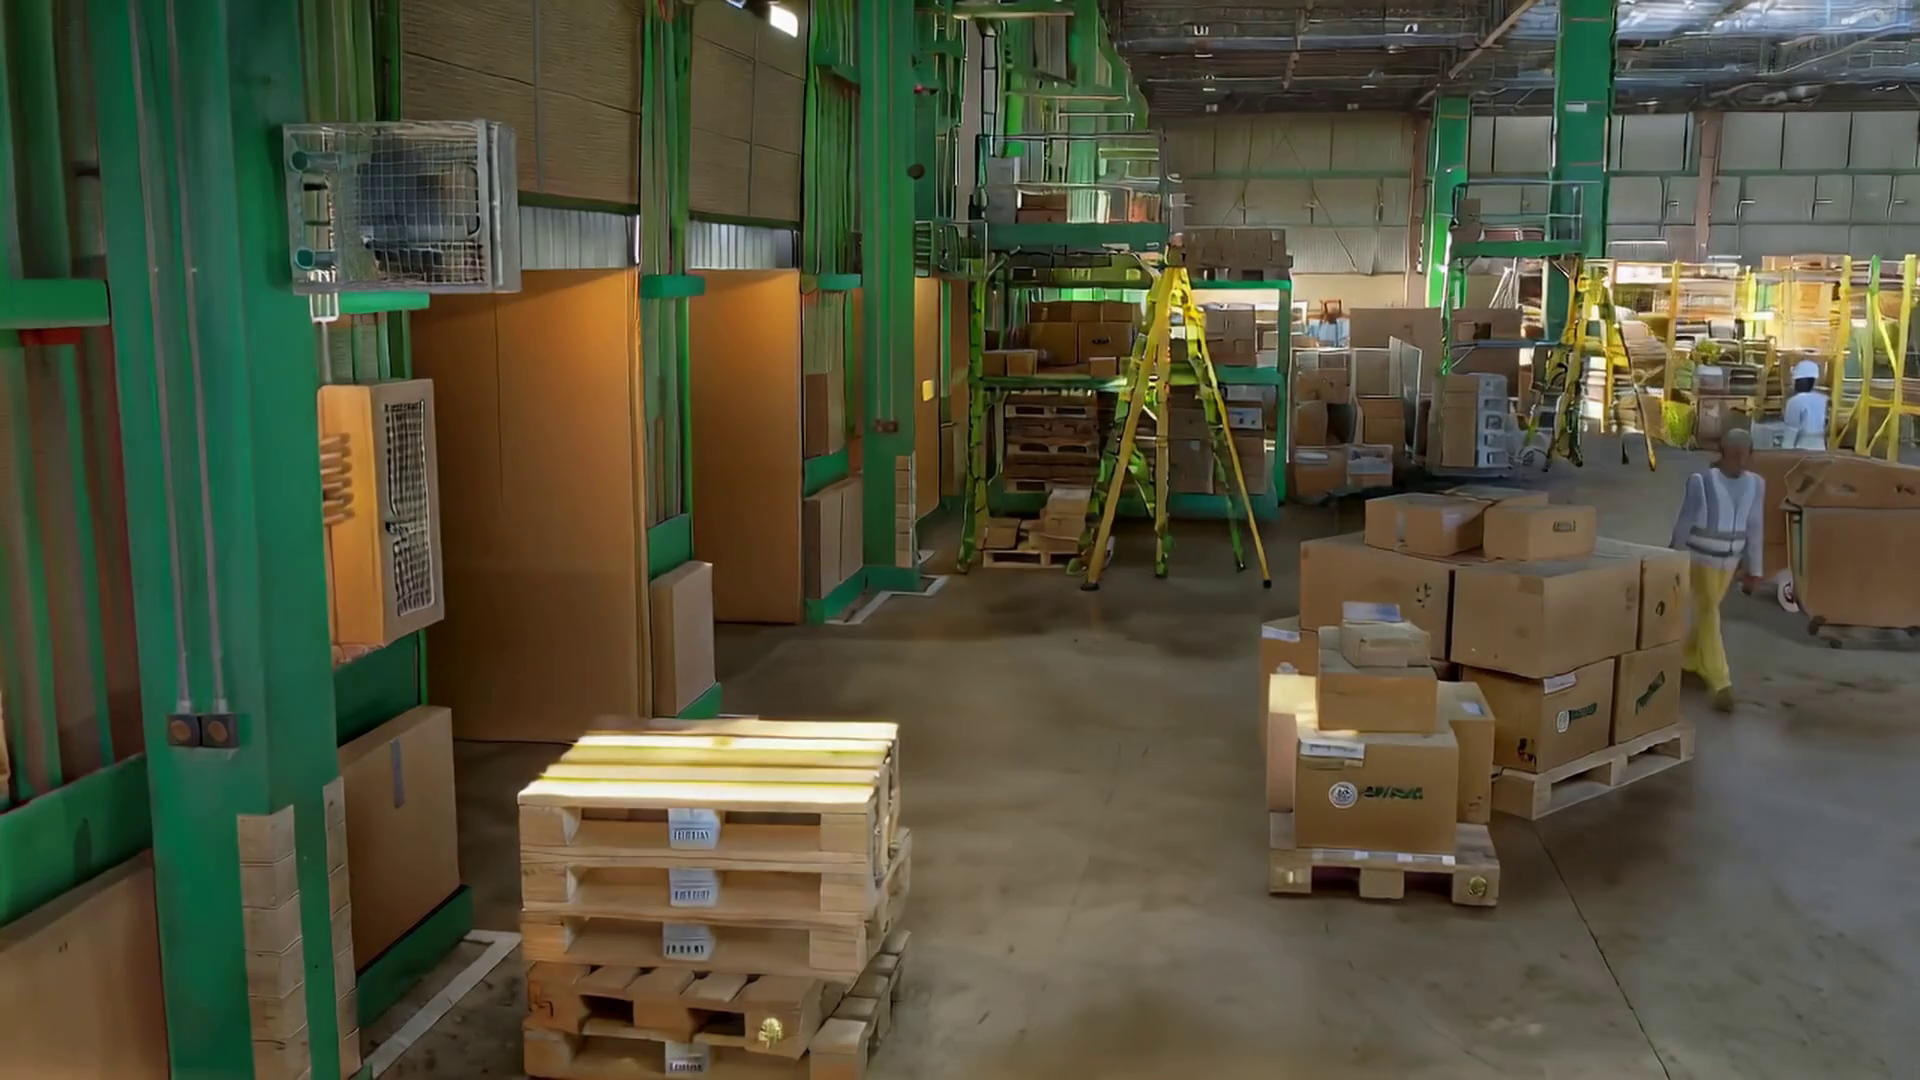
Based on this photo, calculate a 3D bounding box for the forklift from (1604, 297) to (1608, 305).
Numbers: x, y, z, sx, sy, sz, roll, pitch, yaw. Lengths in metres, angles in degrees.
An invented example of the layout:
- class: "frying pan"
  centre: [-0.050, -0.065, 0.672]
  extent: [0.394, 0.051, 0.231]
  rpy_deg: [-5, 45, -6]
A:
- class: "forklift"
  centre: [16.940, -5.783, 44.435]
  extent: [1.129, 2.768, 1.873]
  rpy_deg: [-1, 9, -8]

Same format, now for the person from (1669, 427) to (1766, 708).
- class: "person"
  centre: [5.037, 0.163, 10.999]
  extent: [0.666, 1.816, 1.015]
  rpy_deg: [-3, 10, -16]

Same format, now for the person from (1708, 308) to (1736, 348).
- class: "person"
  centre: [18.299, -4.597, 40.015]
  extent: [0.637, 1.936, 0.355]
  rpy_deg: [1, 9, 7]

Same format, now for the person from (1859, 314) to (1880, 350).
- class: "person"
  centre: [25.918, -5.665, 47.386]
  extent: [0.360, 1.681, 0.539]
  rpy_deg: [-1, 9, -9]

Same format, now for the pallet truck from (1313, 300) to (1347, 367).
- class: "pallet truck"
  centre: [11.159, -6.200, 49.718]
  extent: [0.823, 1.965, 1.885]
  rpy_deg: [4, 10, 26]

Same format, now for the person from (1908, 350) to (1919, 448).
- class: "person"
  centre: [15.505, -2.343, 26.747]
  extent: [0.323, 1.736, 0.488]
  rpy_deg: [5, 10, 26]

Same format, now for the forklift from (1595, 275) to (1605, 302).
- class: "forklift"
  centre: [14.927, -5.028, 39.774]
  extent: [1.129, 2.768, 1.873]
  rpy_deg: [-6, 11, -32]

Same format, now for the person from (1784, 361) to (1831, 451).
- class: "person"
  centre: [8.638, -0.873, 17.085]
  extent: [0.584, 1.927, 0.367]
  rpy_deg: [-5, 10, -28]
